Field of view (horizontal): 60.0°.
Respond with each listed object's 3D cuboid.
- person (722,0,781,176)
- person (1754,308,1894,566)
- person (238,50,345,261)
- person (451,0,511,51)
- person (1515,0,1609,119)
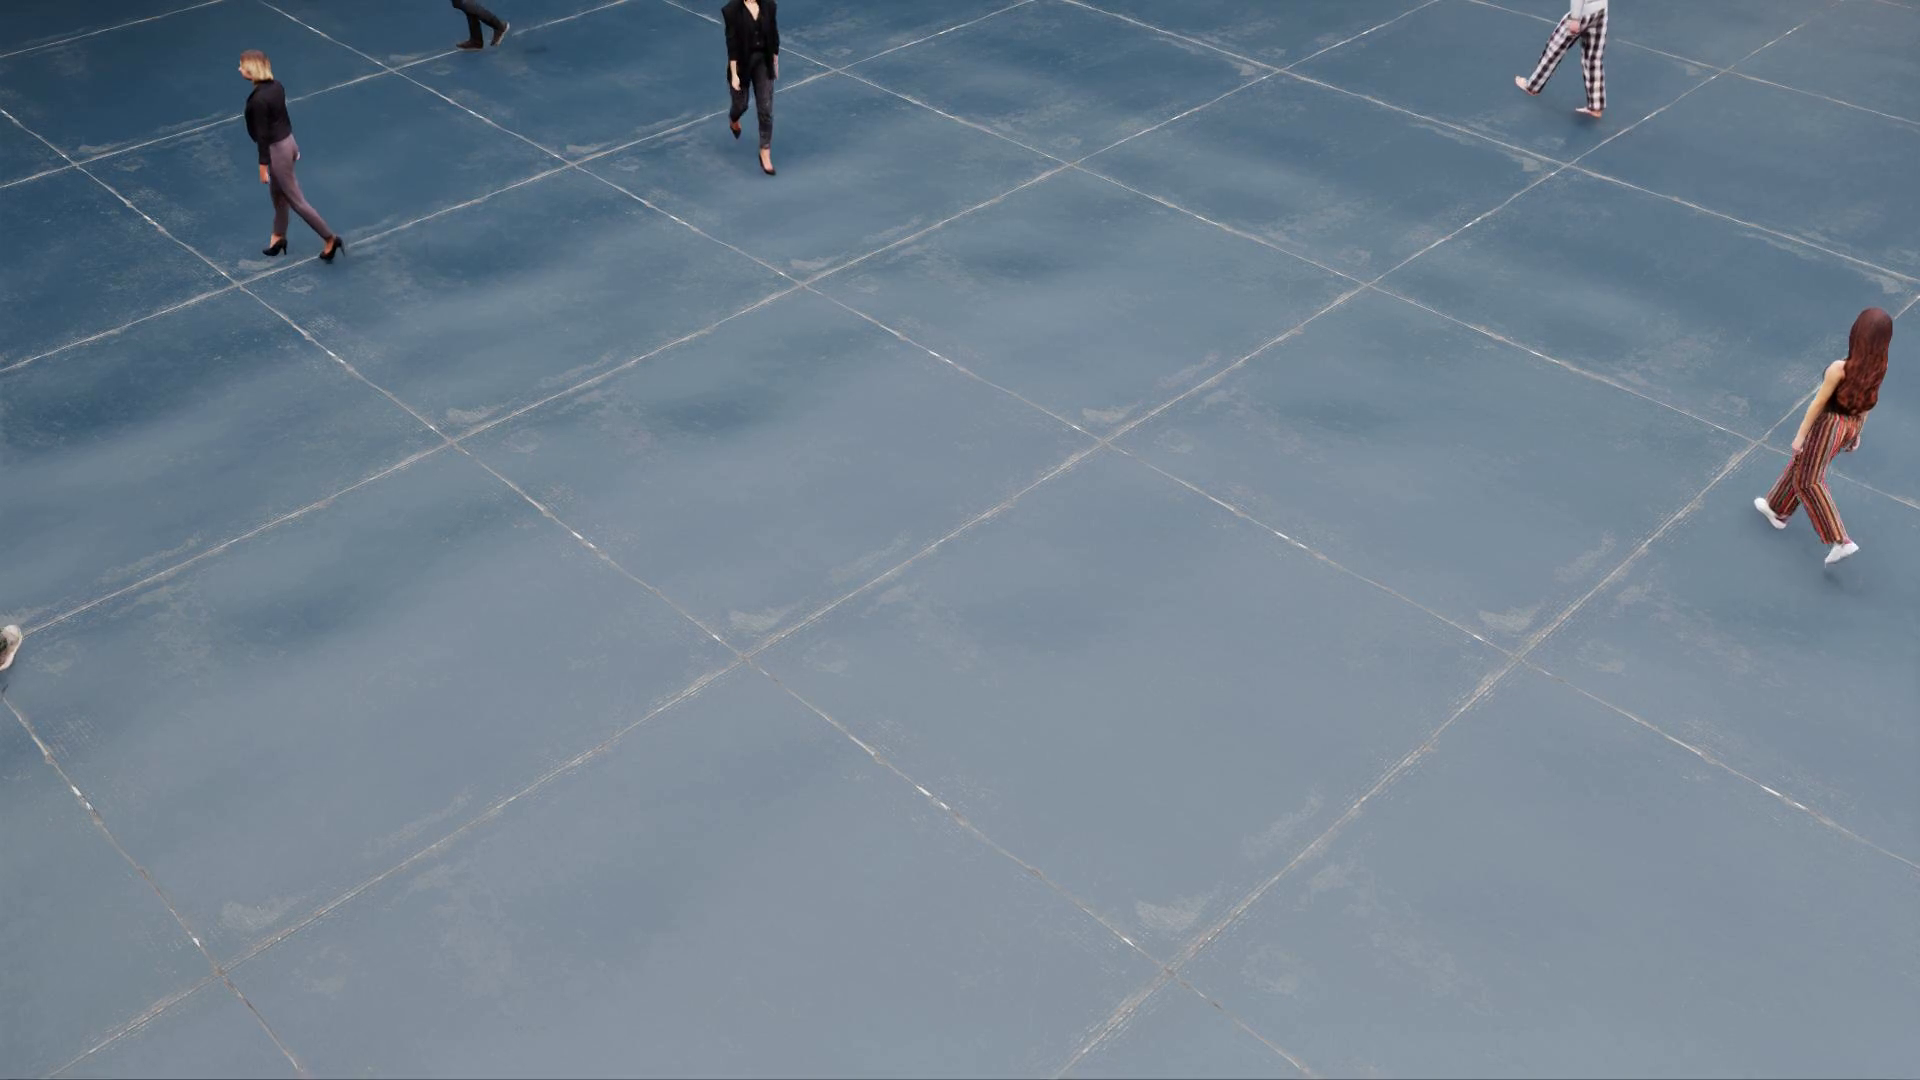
[{"bbox_3d":[-1.758,-3.888,13.674,0.974,1.701,0.861,-20,41,-24],"label":"person"},{"bbox_3d":[4.997,-0.575,9.448,1.033,1.542,0.919,-11,39,-14],"label":"person"},{"bbox_3d":[-4.939,-2.794,12.285,0.990,1.641,0.917,-1,37,-2],"label":"person"},{"bbox_3d":[-4.626,-5.484,15.730,0.887,1.754,0.955,-26,44,-30],"label":"person"},{"bbox_3d":[5.523,-4.554,14.469,1.153,1.799,0.867,-22,43,-26],"label":"person"}]
